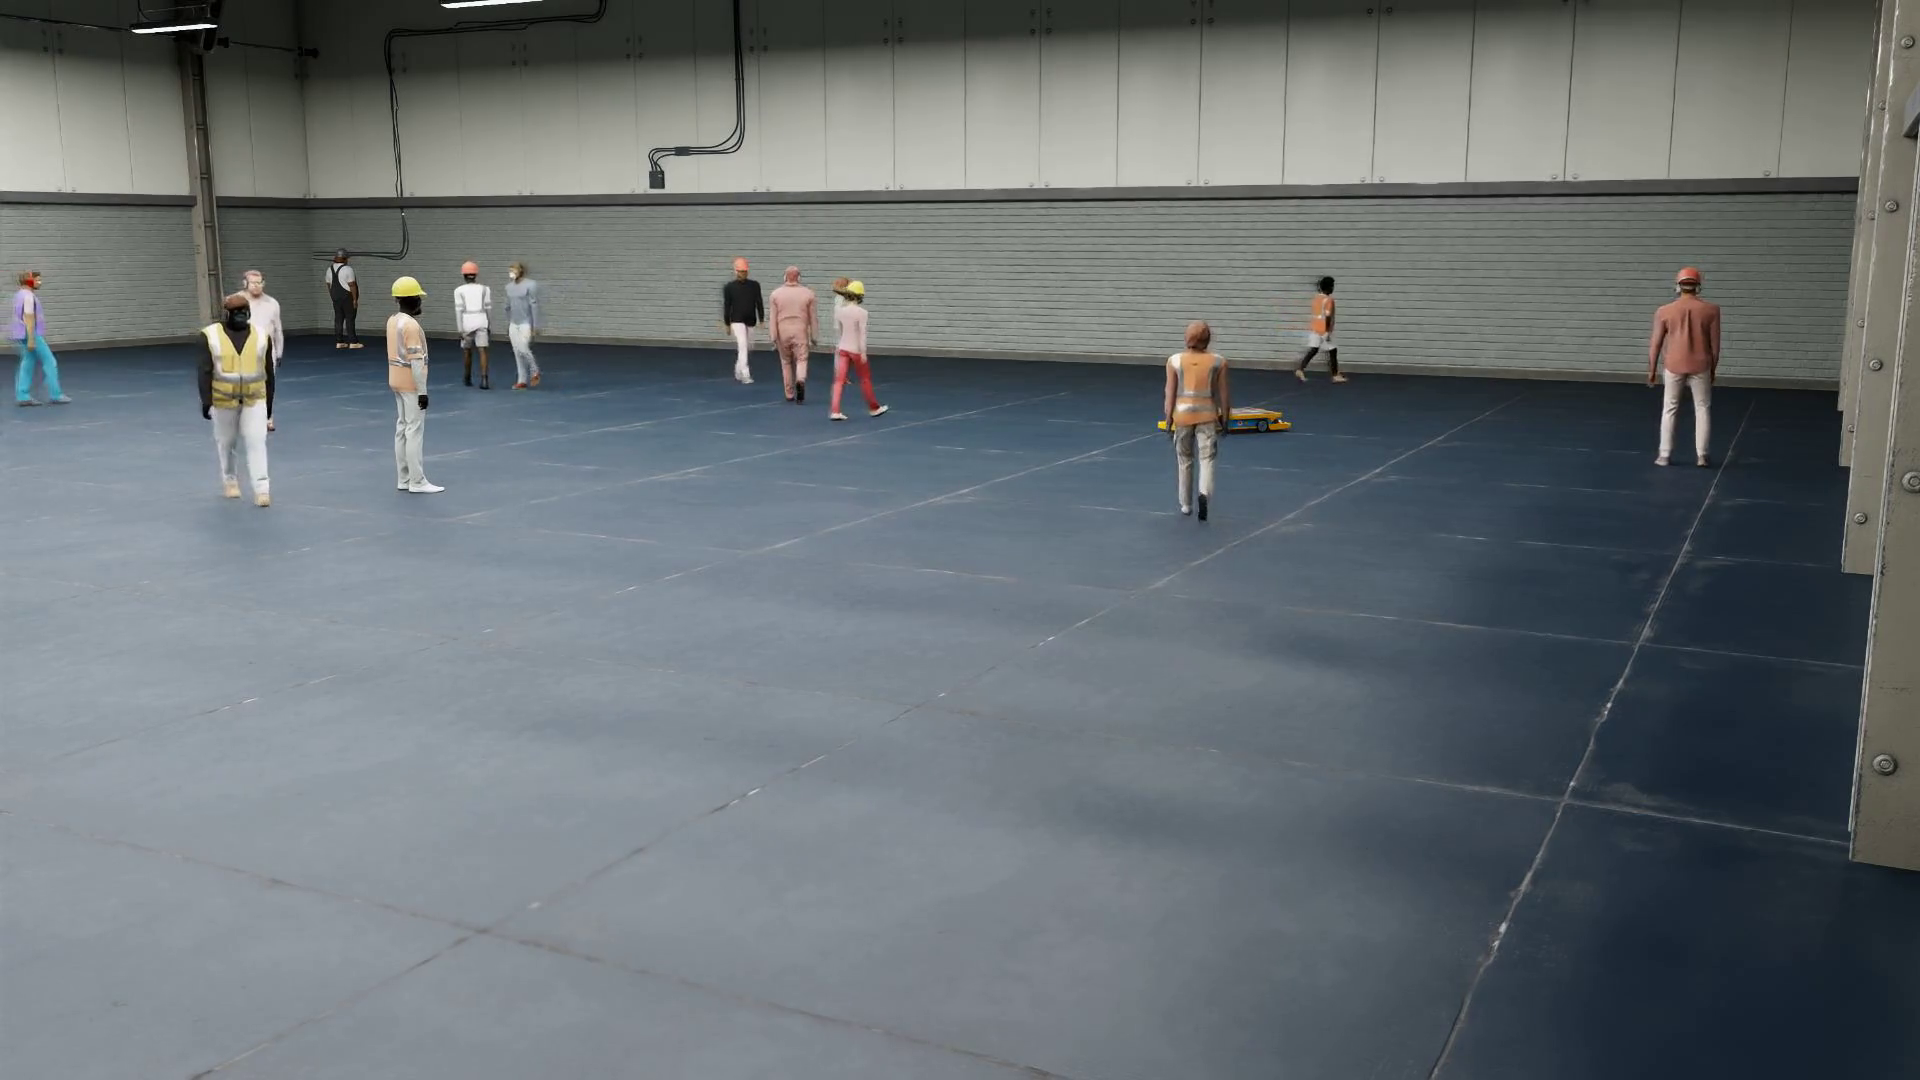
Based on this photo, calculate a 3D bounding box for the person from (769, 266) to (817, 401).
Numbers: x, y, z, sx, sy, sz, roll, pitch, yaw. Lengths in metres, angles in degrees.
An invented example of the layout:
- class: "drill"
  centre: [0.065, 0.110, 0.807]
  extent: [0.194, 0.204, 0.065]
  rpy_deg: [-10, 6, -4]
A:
- class: "person"
  centre: [-2.291, -2.822, 22.872]
  extent: [0.649, 1.886, 0.715]
  rpy_deg: [-1, 10, -5]

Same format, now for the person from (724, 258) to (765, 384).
- class: "person"
  centre: [-3.417, -3.446, 26.081]
  extent: [0.605, 1.955, 0.948]
  rpy_deg: [-6, 12, -29]

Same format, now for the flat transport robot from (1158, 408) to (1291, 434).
- class: "flat transport robot"
  centre: [3.111, -1.406, 19.539]
  extent: [1.431, 0.197, 0.652]
  rpy_deg: [-5, 11, -23]

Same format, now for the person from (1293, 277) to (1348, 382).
- class: "person"
  centre: [5.628, -3.273, 25.949]
  extent: [0.857, 1.665, 0.539]
  rpy_deg: [-3, 11, -14]

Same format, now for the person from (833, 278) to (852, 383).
- class: "person"
  centre: [-1.840, -3.264, 25.953]
  extent: [0.284, 1.634, 0.498]
  rpy_deg: [-1, 10, -5]

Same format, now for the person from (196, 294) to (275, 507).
- class: "person"
  centre: [-6.215, -1.212, 14.311]
  extent: [0.627, 1.807, 0.935]
  rpy_deg: [-6, 12, -30]

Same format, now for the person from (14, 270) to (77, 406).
- class: "person"
  centre: [-12.361, -2.715, 22.417]
  extent: [0.803, 1.816, 0.580]
  rpy_deg: [-7, 13, -35]

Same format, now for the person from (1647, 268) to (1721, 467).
- class: "person"
  centre: [7.211, -1.701, 16.518]
  extent: [0.710, 1.967, 0.553]
  rpy_deg: [4, 11, 23]

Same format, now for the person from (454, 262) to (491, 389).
- class: "person"
  centre: [-7.334, -3.230, 25.094]
  extent: [0.543, 1.895, 1.010]
  rpy_deg: [-4, 11, -23]

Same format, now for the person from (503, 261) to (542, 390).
- class: "person"
  centre: [-6.541, -3.184, 24.732]
  extent: [0.649, 1.920, 0.440]
  rpy_deg: [6, 12, 31]

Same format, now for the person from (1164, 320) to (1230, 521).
- class: "person"
  centre: [1.914, -0.962, 13.458]
  extent: [0.525, 1.617, 0.705]
  rpy_deg: [2, 10, 8]

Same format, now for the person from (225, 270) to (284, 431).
- class: "person"
  centre: [-8.314, -2.232, 19.616]
  extent: [0.674, 1.890, 0.525]
  rpy_deg: [-9, 14, -40]

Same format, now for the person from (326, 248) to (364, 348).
- class: "person"
  centre: [-12.554, -4.942, 33.995]
  extent: [0.682, 2.000, 0.537]
  rpy_deg: [4, 11, 22]

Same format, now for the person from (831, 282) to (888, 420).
- class: "person"
  centre: [-1.302, -2.363, 20.791]
  extent: [0.545, 1.711, 0.898]
  rpy_deg: [9, 14, 40]

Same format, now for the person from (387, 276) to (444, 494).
- class: "person"
  centre: [-4.903, -1.380, 14.869]
  extent: [0.364, 1.930, 0.588]
  rpy_deg: [-8, 13, -38]
